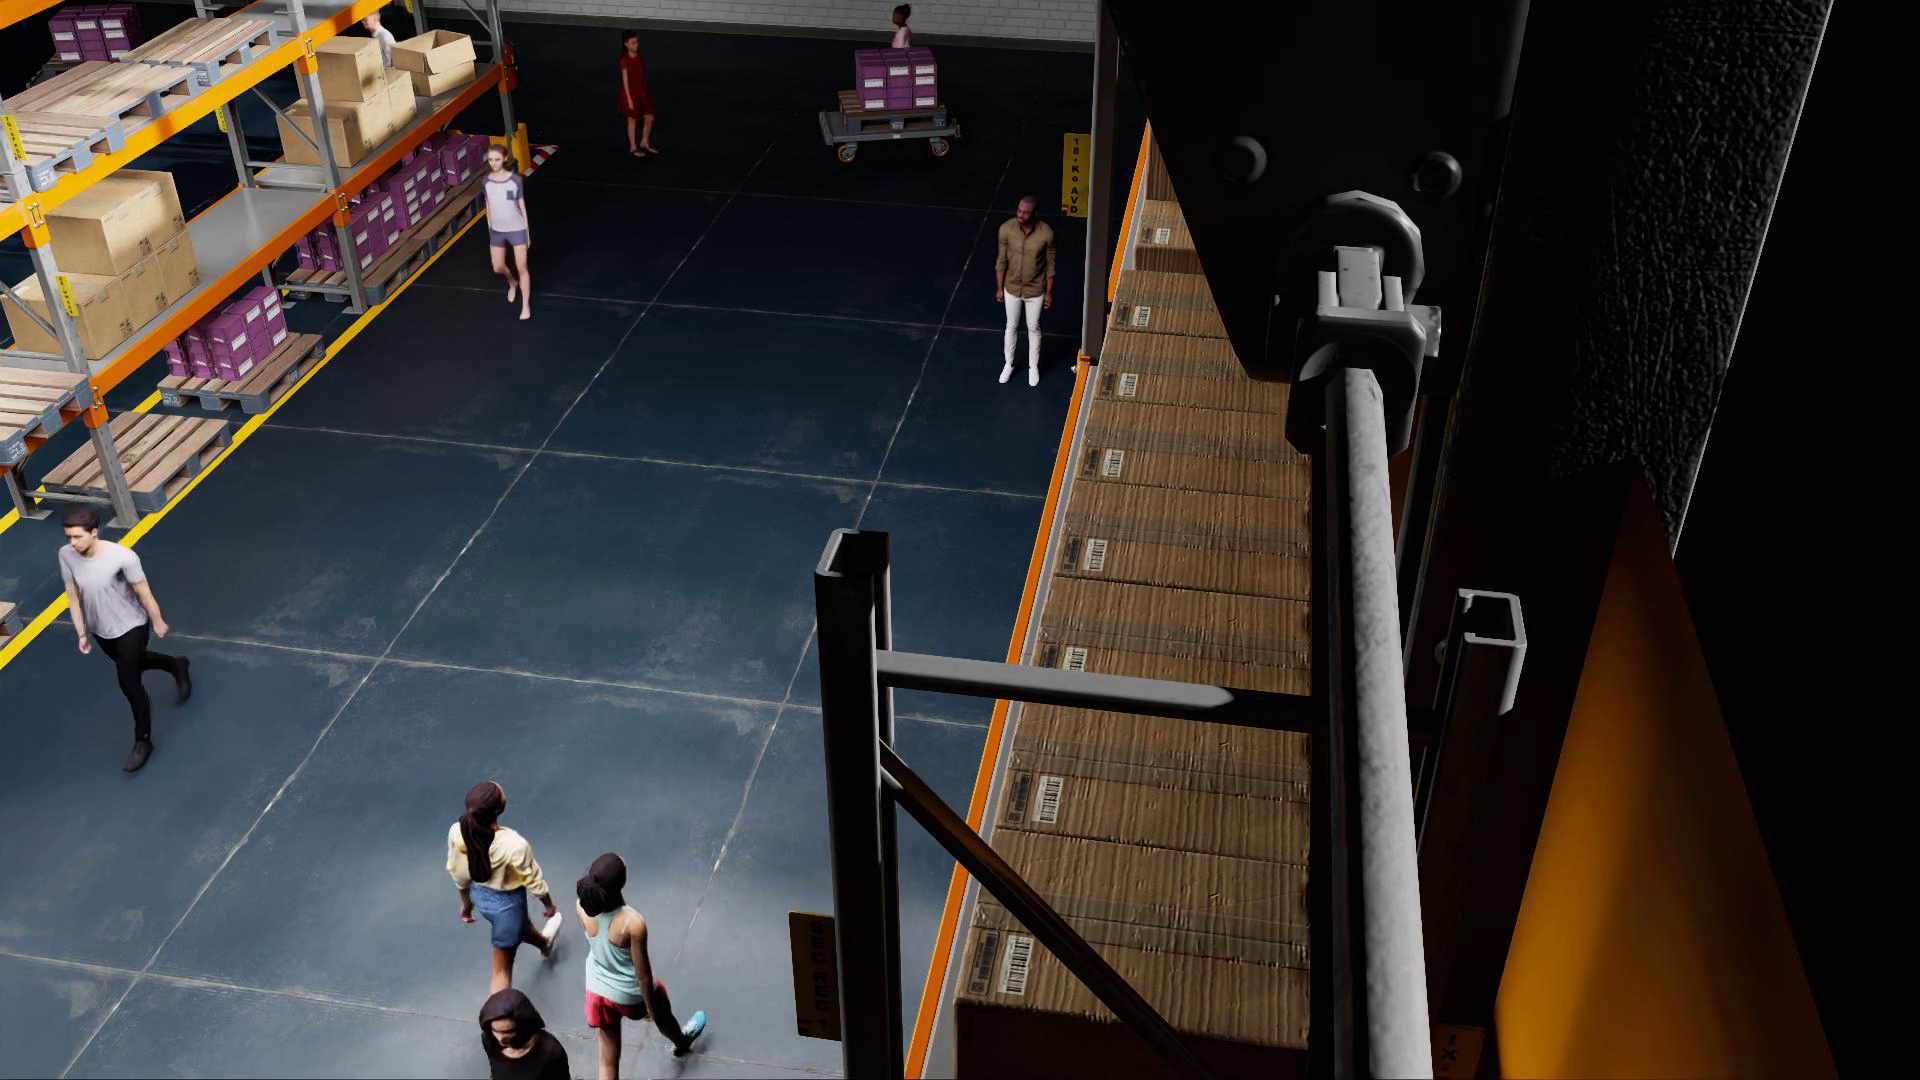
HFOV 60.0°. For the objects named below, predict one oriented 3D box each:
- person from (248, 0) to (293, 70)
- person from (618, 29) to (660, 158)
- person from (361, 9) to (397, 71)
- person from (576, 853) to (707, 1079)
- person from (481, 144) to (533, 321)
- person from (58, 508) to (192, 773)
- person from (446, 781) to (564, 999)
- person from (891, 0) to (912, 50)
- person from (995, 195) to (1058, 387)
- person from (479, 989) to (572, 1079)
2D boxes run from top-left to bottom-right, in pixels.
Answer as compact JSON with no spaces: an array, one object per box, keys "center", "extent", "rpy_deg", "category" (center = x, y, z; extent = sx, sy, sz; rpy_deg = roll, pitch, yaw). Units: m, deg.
[{"center":[-9.538,-7.407,22.813],"extent":[0.686,1.813,0.582],"rpy_deg":[7,34,10],"category":"person"},{"center":[-3.966,-5.382,20.015],"extent":[0.739,1.538,0.686],"rpy_deg":[21,39,28],"category":"person"},{"center":[-6.799,-5.568,20.052],"extent":[0.941,1.806,0.882],"rpy_deg":[-21,39,-28],"category":"person"},{"center":[-1.730,2.304,8.277],"extent":[0.753,1.730,1.129],"rpy_deg":[12,35,17],"category":"person"},{"center":[-4.398,-3.057,16.320],"extent":[0.633,1.756,0.740],"rpy_deg":[-1,34,-1],"category":"person"},{"center":[-5.438,0.520,10.884],"extent":[0.649,1.816,1.209],"rpy_deg":[5,34,7],"category":"person"},{"center":[-2.483,2.014,8.843],"extent":[0.779,1.586,1.119],"rpy_deg":[11,35,16],"category":"person"},{"center":[-0.680,-6.085,21.168],"extent":[0.738,1.432,0.814],"rpy_deg":[-2,34,-3],"category":"person"},{"center":[0.595,-2.291,15.106],"extent":[0.707,1.823,0.562],"rpy_deg":[7,34,10],"category":"person"},{"center":[-1.890,2.648,7.705],"extent":[0.627,1.790,0.687],"rpy_deg":[8,35,12],"category":"person"}]
